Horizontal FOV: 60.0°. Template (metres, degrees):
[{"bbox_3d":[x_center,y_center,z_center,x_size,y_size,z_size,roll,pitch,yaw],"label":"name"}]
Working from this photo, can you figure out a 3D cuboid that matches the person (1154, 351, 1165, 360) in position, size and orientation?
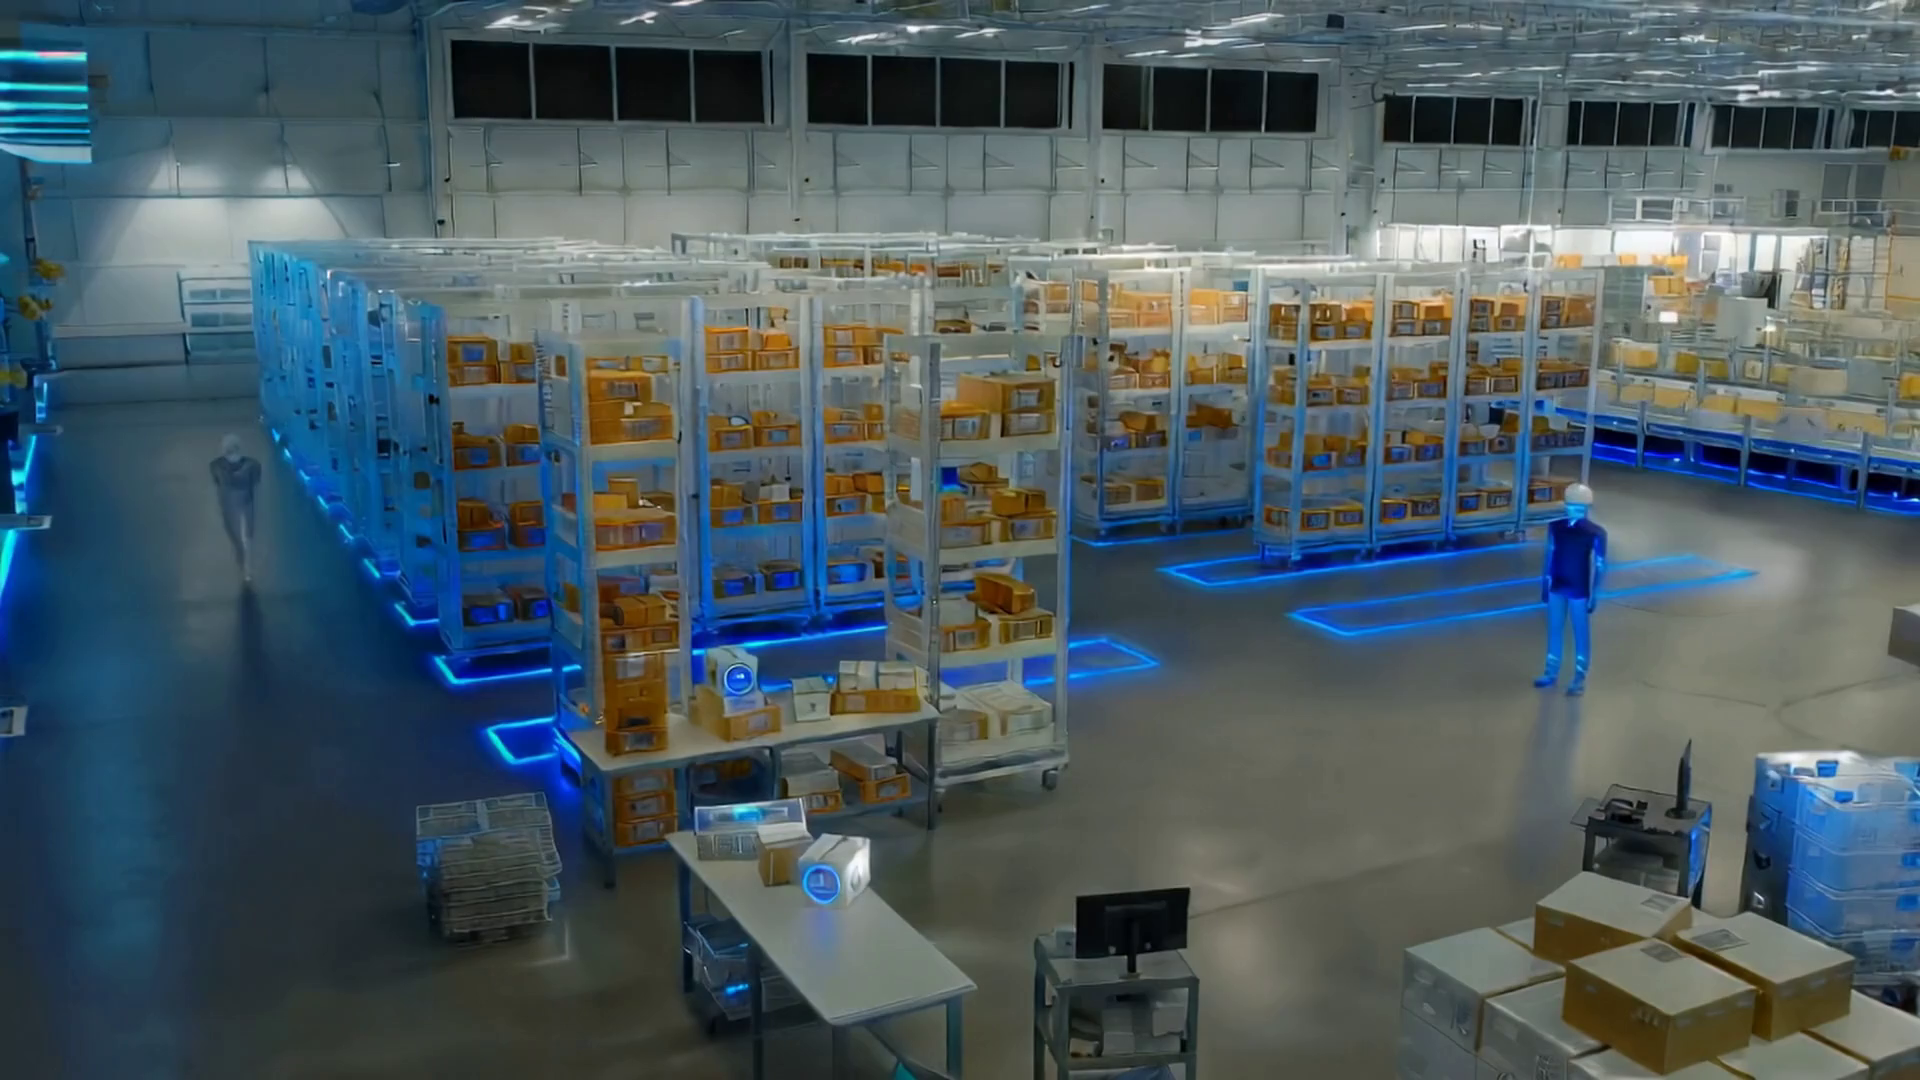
[{"bbox_3d":[4.000,-3.567,34.681,0.587,1.825,0.404,2,12,11],"label":"person"}]

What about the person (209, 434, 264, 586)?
[{"bbox_3d":[-8.529,-0.359,19.663,0.581,1.825,0.444,-3,12,-13],"label":"person"}]

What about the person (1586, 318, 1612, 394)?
[{"bbox_3d":[14.482,-4.162,37.699,0.633,1.729,0.342,10,16,39],"label":"person"}]

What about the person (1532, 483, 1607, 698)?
[{"bbox_3d":[5.675,0.456,15.457,0.375,1.997,0.612,-9,15,-35],"label":"person"}]
